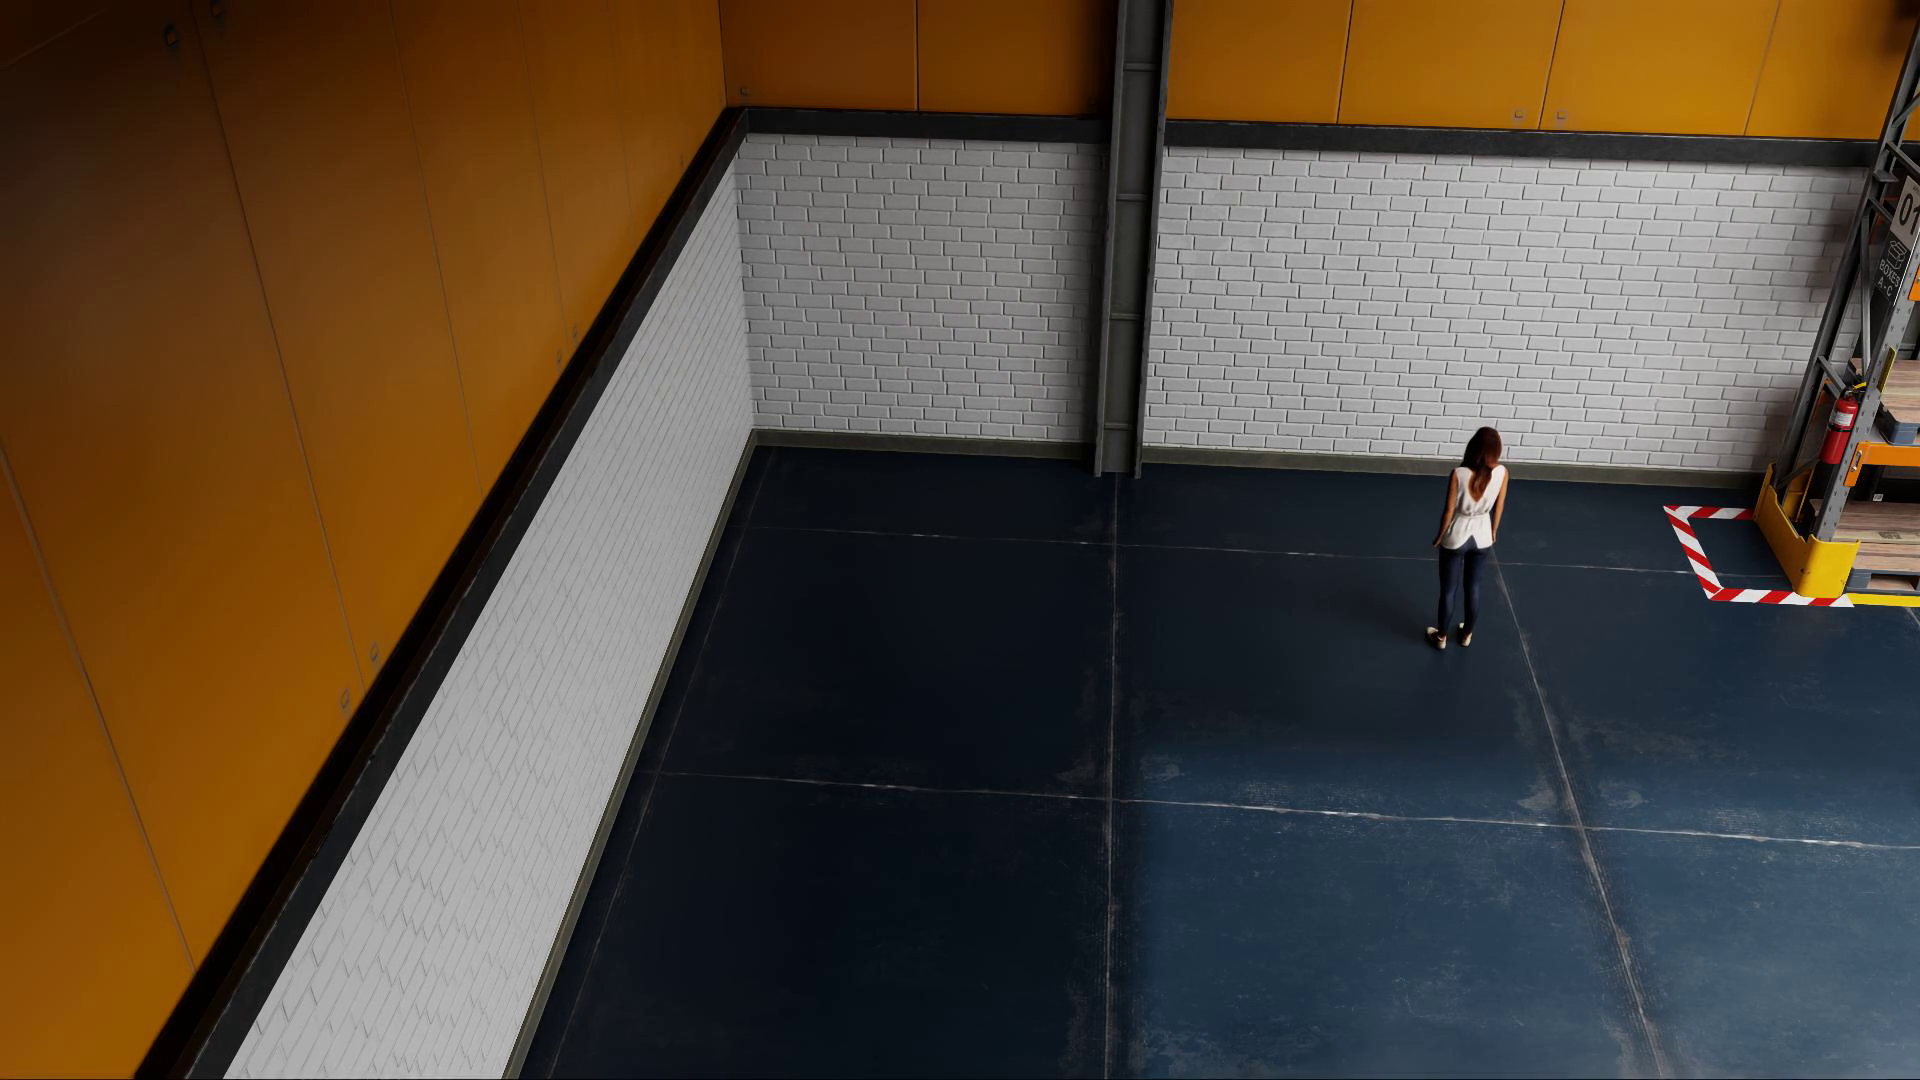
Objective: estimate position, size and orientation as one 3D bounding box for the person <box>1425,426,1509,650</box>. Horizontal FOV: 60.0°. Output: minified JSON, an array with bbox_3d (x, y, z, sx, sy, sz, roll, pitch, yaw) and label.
[{"bbox_3d":[3.589,-0.001,11.757,0.495,1.785,0.669,-2,34,-2],"label":"person"}]
